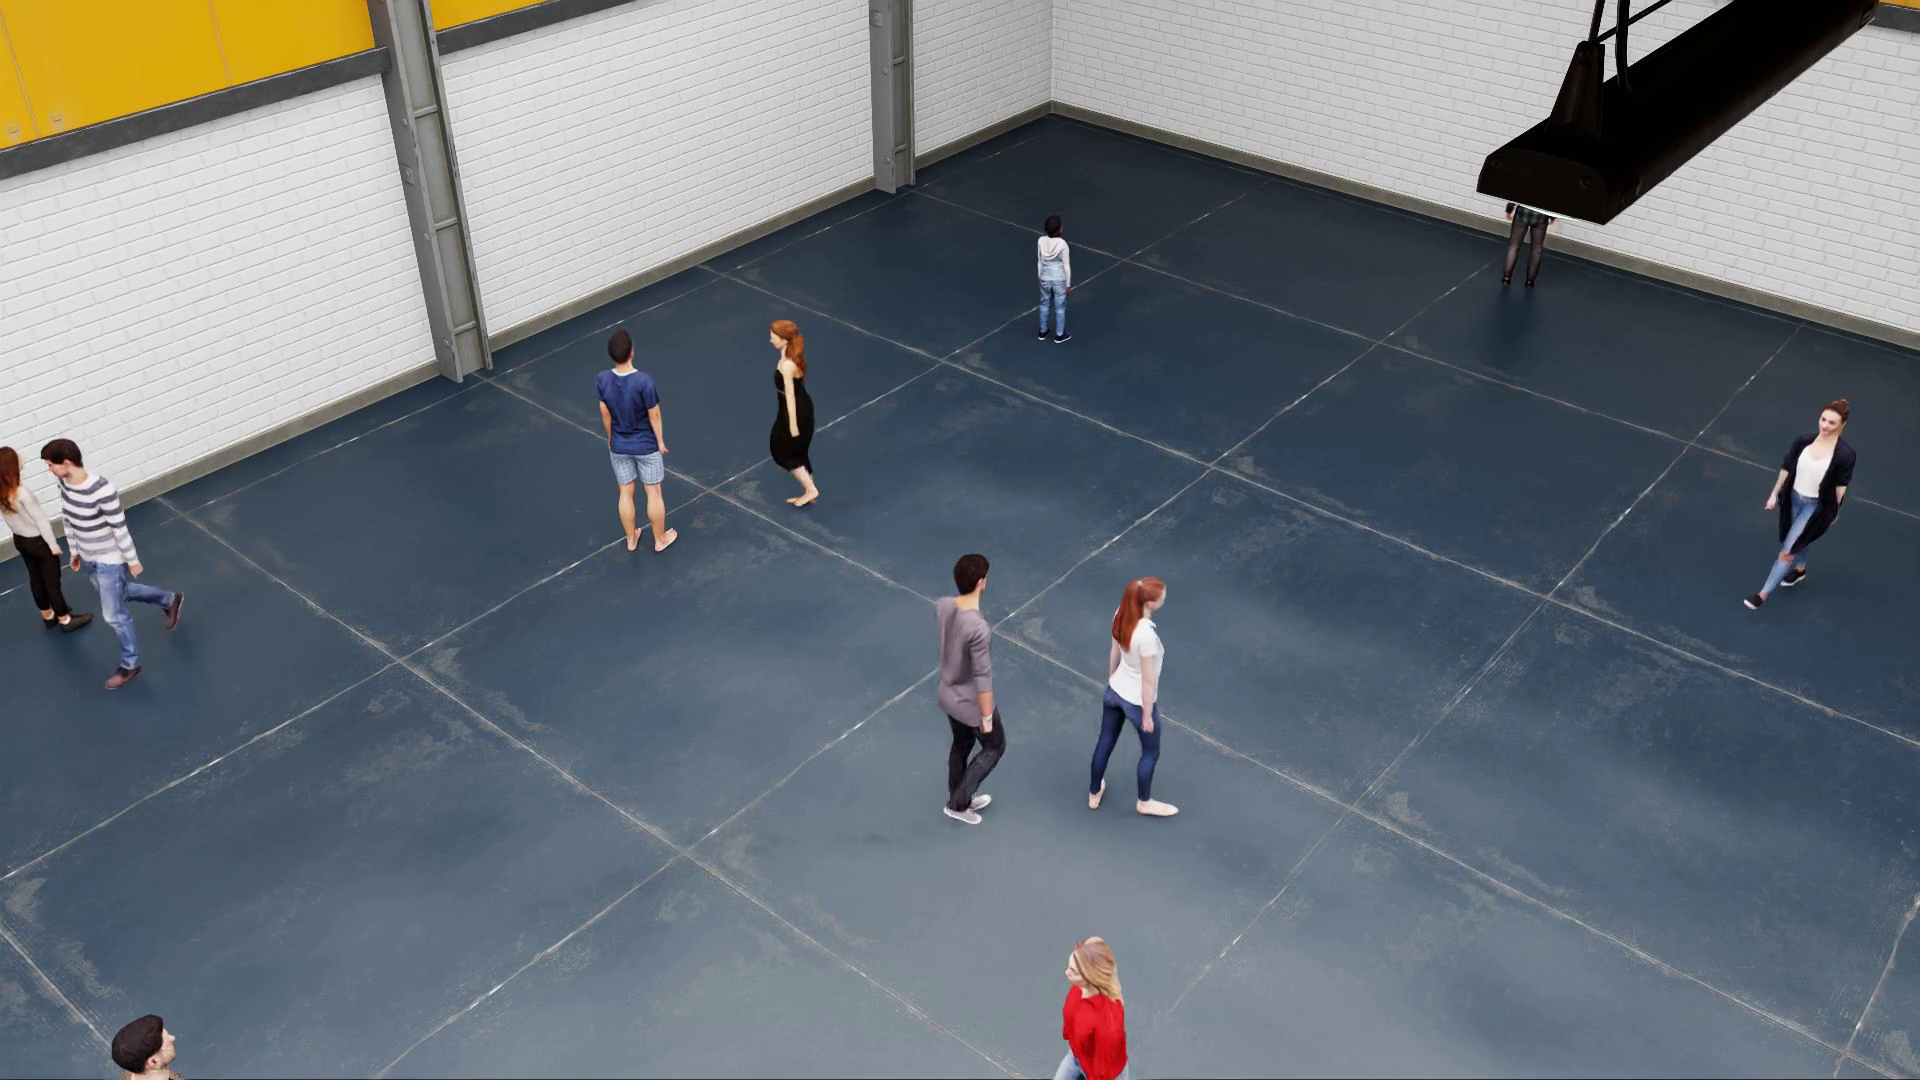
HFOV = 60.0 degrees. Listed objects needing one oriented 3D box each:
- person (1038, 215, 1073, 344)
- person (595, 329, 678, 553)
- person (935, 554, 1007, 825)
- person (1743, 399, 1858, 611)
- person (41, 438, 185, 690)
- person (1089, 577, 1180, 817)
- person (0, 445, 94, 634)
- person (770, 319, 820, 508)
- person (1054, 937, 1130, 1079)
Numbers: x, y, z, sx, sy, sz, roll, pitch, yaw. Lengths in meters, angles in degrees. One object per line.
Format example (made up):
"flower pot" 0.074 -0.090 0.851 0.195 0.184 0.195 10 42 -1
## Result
"person" 0.882 -2.478 15.744 0.518 1.261 0.538 17 37 23
"person" -2.465 -0.737 12.589 0.710 1.855 0.732 4 34 6
"person" -0.036 0.970 10.050 0.830 1.822 0.855 -16 37 -23
"person" 6.210 -0.278 12.100 1.187 1.631 0.846 -21 39 -28
"person" -5.794 0.060 11.428 0.785 1.813 1.155 17 37 24
"person" 0.997 0.975 10.133 0.804 1.721 0.806 -24 40 -31
"person" -6.587 0.001 11.813 0.589 1.484 0.551 15 37 22
"person" -1.218 -0.984 13.186 0.789 1.605 0.715 0 34 0
"person" 0.720 2.507 7.884 1.184 1.659 0.987 -12 35 -17
